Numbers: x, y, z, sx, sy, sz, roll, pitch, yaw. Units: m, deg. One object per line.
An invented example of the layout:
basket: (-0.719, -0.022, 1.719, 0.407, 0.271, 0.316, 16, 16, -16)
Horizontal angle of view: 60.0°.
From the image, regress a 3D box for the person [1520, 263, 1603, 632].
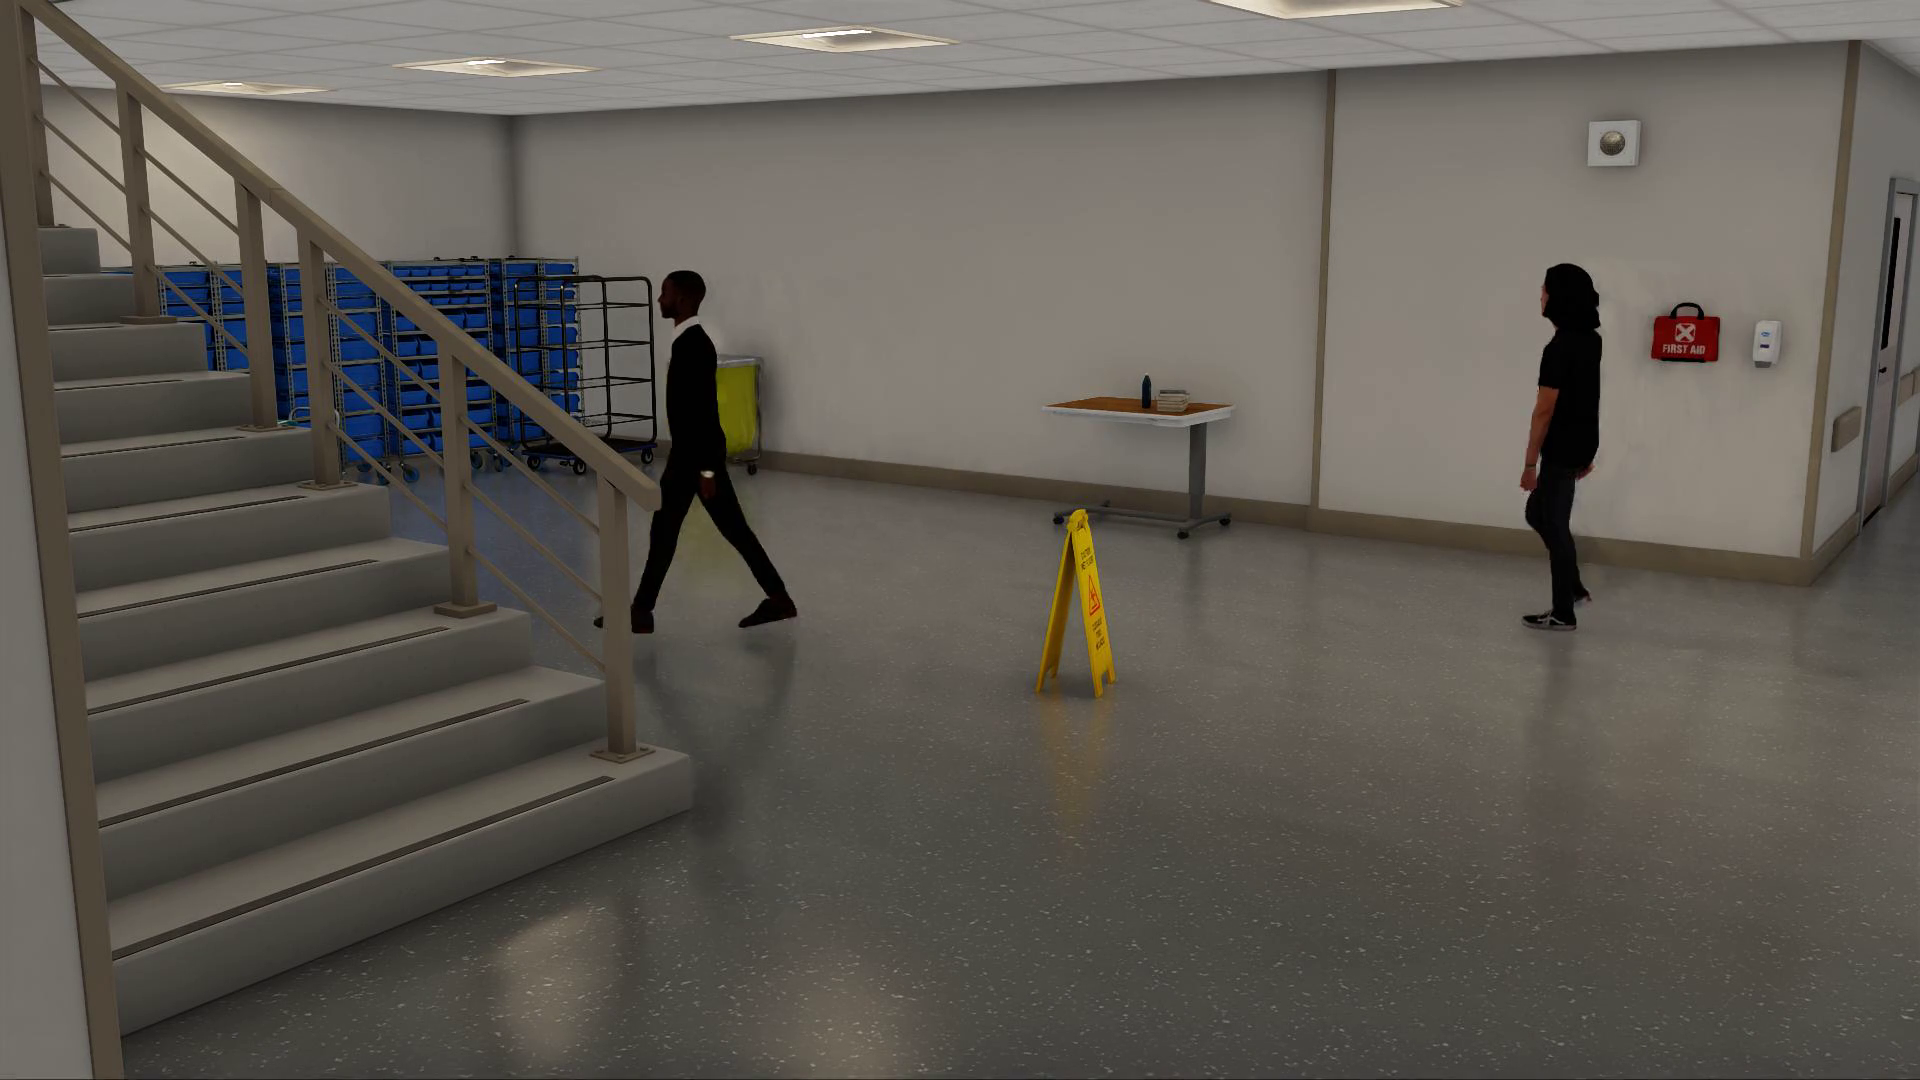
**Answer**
person: (3.057, -0.441, 8.194, 0.643, 1.826, 0.687, 9, 14, 40)

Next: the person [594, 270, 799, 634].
person: (-1.170, -0.378, 8.079, 1.294, 1.757, 1.176, -1, 11, -5)
